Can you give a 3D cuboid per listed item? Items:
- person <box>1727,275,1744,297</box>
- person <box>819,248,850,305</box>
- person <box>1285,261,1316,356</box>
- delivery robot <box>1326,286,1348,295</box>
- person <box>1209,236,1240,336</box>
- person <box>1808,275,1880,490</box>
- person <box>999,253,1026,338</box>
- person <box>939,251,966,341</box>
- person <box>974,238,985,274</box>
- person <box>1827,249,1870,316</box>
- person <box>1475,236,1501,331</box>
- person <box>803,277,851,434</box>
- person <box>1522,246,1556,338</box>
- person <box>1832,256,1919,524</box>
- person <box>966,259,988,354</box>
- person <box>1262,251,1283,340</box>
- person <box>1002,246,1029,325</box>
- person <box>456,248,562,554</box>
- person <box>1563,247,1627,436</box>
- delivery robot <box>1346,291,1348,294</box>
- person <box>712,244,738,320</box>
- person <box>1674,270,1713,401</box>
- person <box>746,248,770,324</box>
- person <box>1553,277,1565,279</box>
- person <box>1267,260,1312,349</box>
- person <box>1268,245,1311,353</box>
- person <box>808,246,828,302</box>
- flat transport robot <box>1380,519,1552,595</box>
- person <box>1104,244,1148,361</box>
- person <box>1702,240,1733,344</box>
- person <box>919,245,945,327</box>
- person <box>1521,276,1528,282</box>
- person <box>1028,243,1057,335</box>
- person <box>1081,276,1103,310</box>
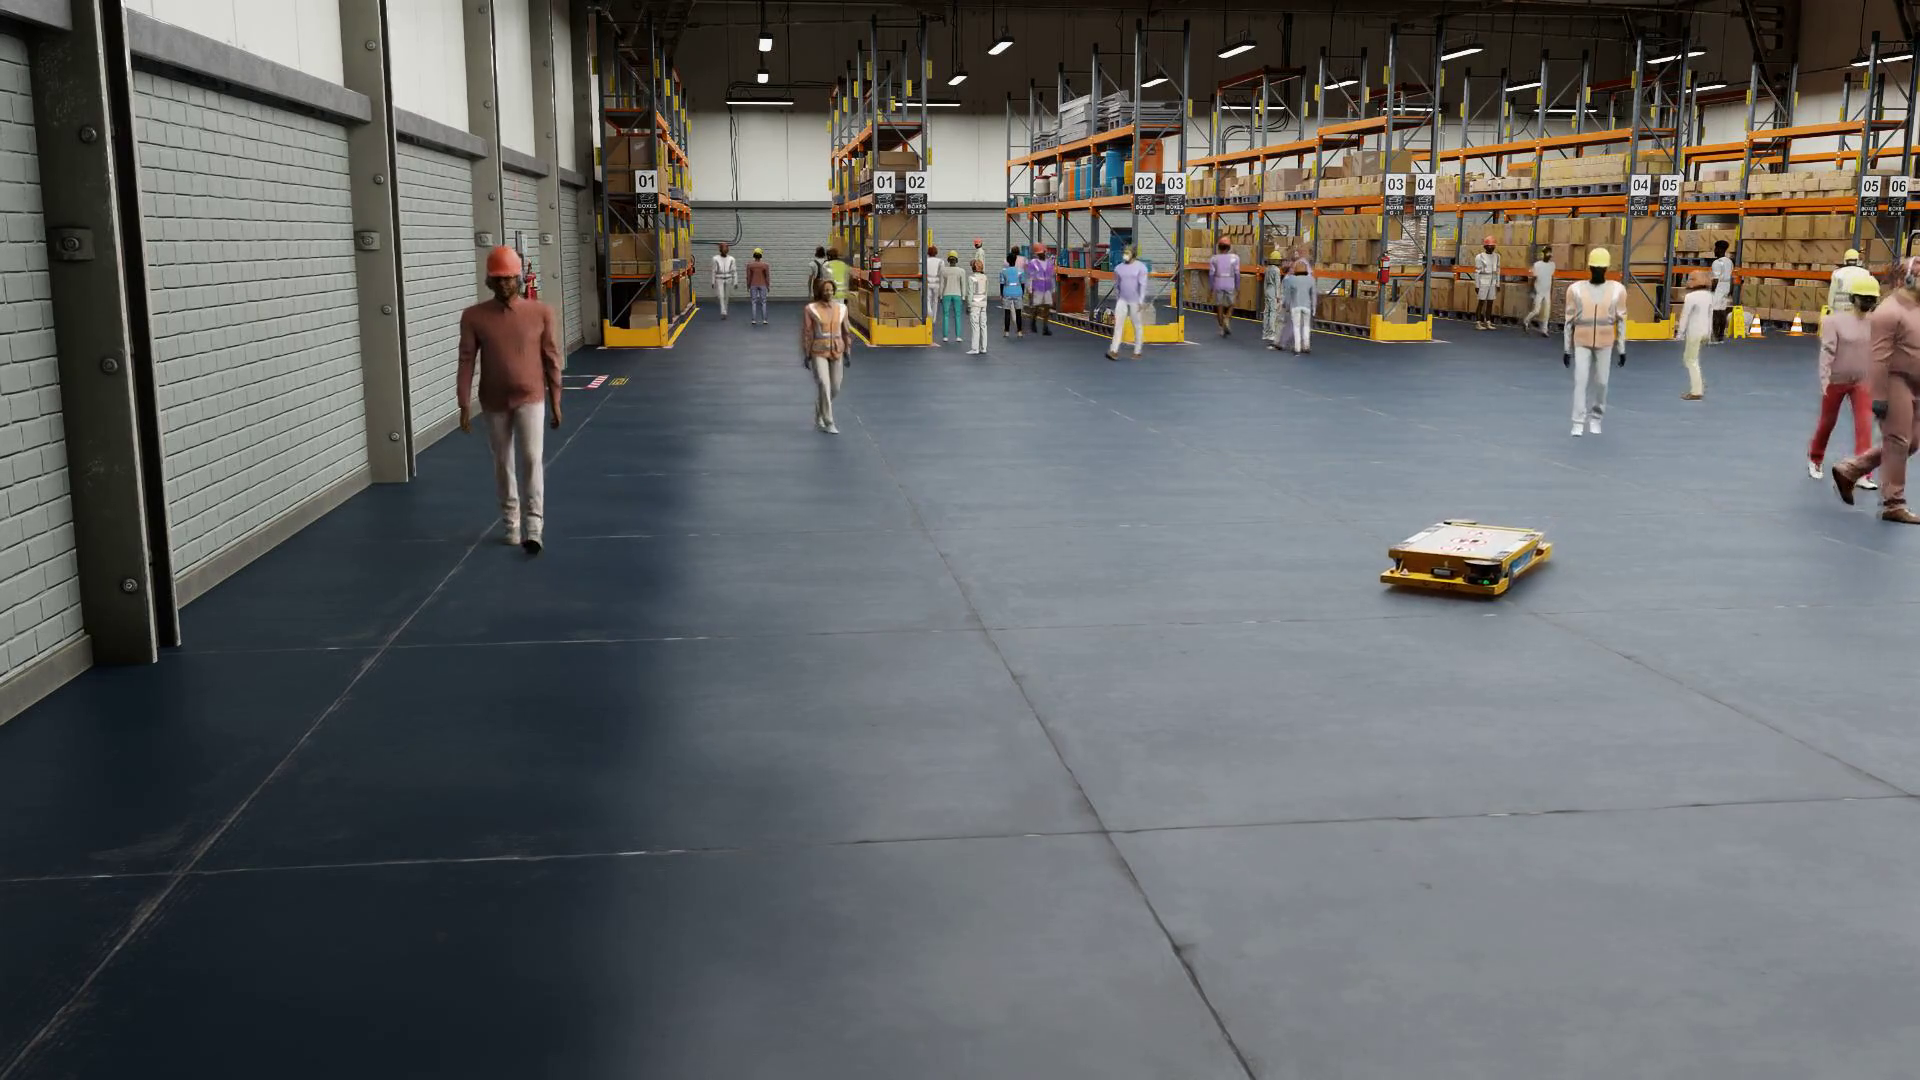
[{"bbox_3d":[20.906,-7.101,44.878,0.589,1.919,0.402,-2,11,-10],"label":"person"},{"bbox_3d":[-2.356,-4.540,31.096,0.626,1.825,0.453,-7,12,-34],"label":"person"},{"bbox_3d":[5.832,-3.963,28.514,0.509,1.602,0.617,0,10,0],"label":"person"},{"bbox_3d":[11.279,-7.331,49.598,0.707,0.478,0.477,3,11,17],"label":"delivery robot"},{"bbox_3d":[5.418,-5.180,34.022,0.652,2.028,0.430,3,11,17],"label":"person"},{"bbox_3d":[7.300,-1.312,13.674,0.534,1.724,0.910,2,10,9],"label":"person"},{"bbox_3d":[1.056,-4.922,33.528,0.529,1.694,0.321,0,10,-2],"label":"person"},{"bbox_3d":[-0.146,-4.733,32.323,0.519,1.756,0.341,0,10,1],"label":"person"},{"bbox_3d":[0.585,-8.268,51.038,0.376,1.997,0.612,-1,10,-4],"label":"person"},{"bbox_3d":[14.526,-3.839,27.214,0.601,1.830,0.404,3,11,17],"label":"person"},{"bbox_3d":[11.437,-5.544,36.015,0.605,2.037,0.405,-3,11,-18],"label":"person"},{"bbox_3d":[-1.407,-1.936,17.375,0.521,1.618,0.709,-5,12,-27],"label":"person"},{"bbox_3d":[11.767,-5.034,33.715,0.532,1.855,0.693,-3,11,-17],"label":"person"},{"bbox_3d":[6.665,-1.081,11.927,0.642,1.895,0.678,-7,13,-35],"label":"person"},{"bbox_3d":[0.299,-4.030,28.789,0.307,1.640,0.519,8,13,37],"label":"person"},{"bbox_3d":[6.200,-4.831,32.892,0.324,1.743,0.490,-4,11,-20],"label":"person"},{"bbox_3d":[1.266,-5.928,38.756,0.657,1.791,0.941,-2,10,-9],"label":"person"},{"bbox_3d":[-2.895,-0.878,10.664,0.659,1.944,0.998,-2,10,-10],"label":"person"},{"bbox_3d":[6.506,-2.022,17.059,0.601,1.941,0.468,3,11,17],"label":"person"},{"bbox_3d":[11.753,-7.261,49.216,0.707,0.478,0.477,-8,13,-37],"label":"delivery robot"},{"bbox_3d":[-5.738,-6.294,40.655,0.603,1.830,0.976,-3,11,-18],"label":"person"},{"bbox_3d":[9.082,-2.529,20.622,0.502,1.618,0.438,-8,13,-38],"label":"person"},{"bbox_3d":[-4.702,-5.908,38.738,0.535,1.767,0.317,-1,10,-7],"label":"person"},{"bbox_3d":[17.676,-7.892,49.384,0.522,1.847,0.405,-3,11,-18],"label":"person"},{"bbox_3d":[5.968,-4.245,30.034,0.708,1.612,0.517,5,12,27],"label":"person"},{"bbox_3d":[5.811,-4.240,29.294,0.854,1.869,0.660,5,11,24],"label":"person"},{"bbox_3d":[-2.888,-5.205,34.686,0.525,1.845,0.391,-1,10,-8],"label":"person"},{"bbox_3d":[3.058,0.087,9.972,0.652,0.197,1.431,6,12,31],"label":"flat transport robot"},{"bbox_3d":[2.732,-3.871,27.227,0.636,1.892,0.991,6,12,30],"label":"person"},{"bbox_3d":[14.424,-4.710,31.633,0.607,1.961,0.367,-9,14,-41],"label":"person"},{"bbox_3d":[-0.627,-5.687,37.283,0.578,1.864,0.816,-2,10,-9],"label":"person"},{"bbox_3d":[17.131,-8.043,50.188,0.969,1.870,0.611,0,10,1],"label":"person"},{"bbox_3d":[1.684,-5.169,34.296,0.574,1.909,0.499,-4,11,-22],"label":"person"},{"bbox_3d":[3.669,-7.272,45.788,0.651,1.915,0.669,-2,11,-13],"label":"person"}]
